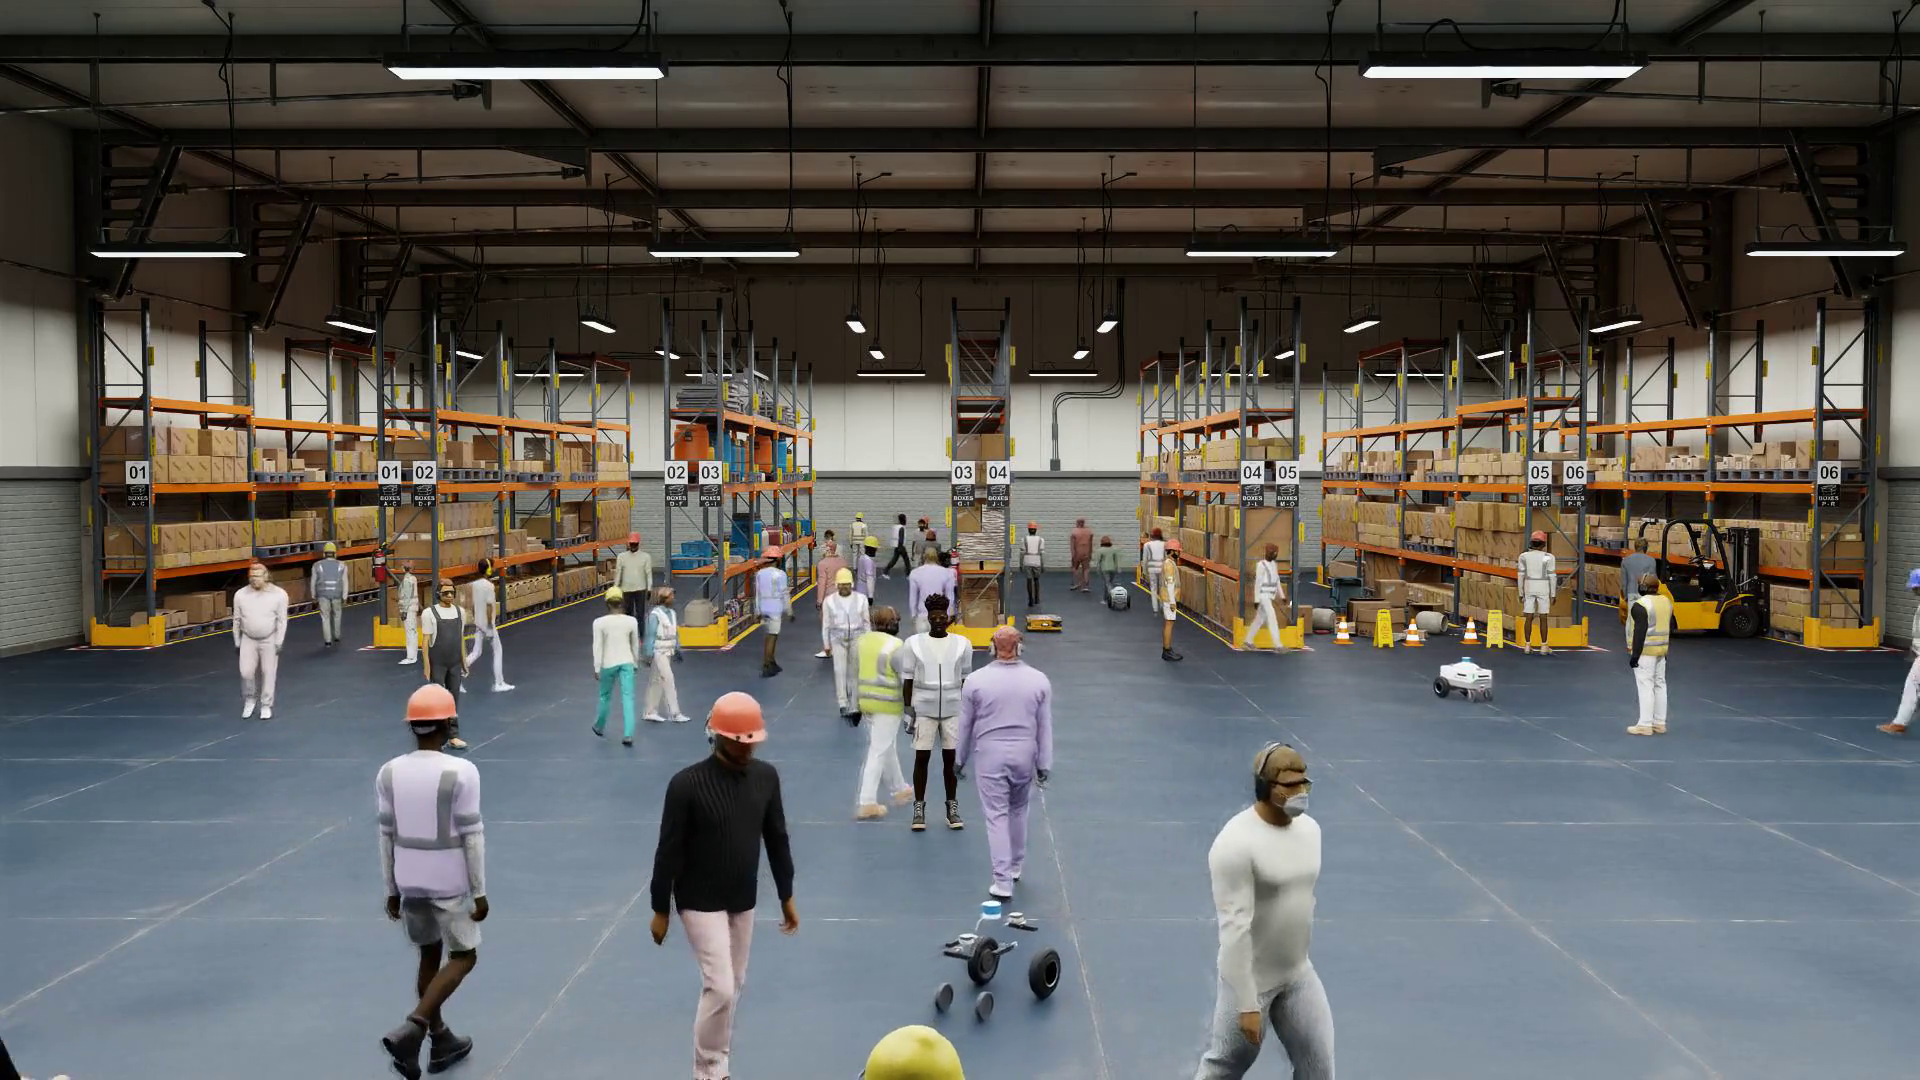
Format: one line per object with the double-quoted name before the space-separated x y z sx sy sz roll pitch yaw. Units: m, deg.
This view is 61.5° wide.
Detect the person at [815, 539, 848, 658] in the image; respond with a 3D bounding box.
"person" -2.114 0.945 26.192 0.410 1.913 0.651 2 3 36

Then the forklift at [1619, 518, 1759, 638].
"forklift" 13.417 0.684 29.791 2.313 2.155 1.214 0 2 0

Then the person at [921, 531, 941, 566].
"person" -0.684 0.589 38.606 0.498 1.634 0.279 0 2 6

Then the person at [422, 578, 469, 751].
"person" -5.520 1.330 17.329 0.330 1.844 0.519 2 3 40

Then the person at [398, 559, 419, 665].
"person" -8.601 1.117 25.192 0.307 1.645 0.513 0 2 -10

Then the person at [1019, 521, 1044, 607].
"person" 1.614 0.535 36.646 0.547 1.907 0.842 0 2 -6

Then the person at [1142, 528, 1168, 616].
"person" 4.143 0.670 34.002 0.593 1.832 0.970 0 2 2

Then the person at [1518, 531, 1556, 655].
"person" 9.534 0.863 26.647 0.616 2.039 0.386 2 3 37

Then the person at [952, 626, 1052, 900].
"person" 0.278 1.548 11.474 0.662 1.872 0.881 -1 2 -13

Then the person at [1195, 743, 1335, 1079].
"person" 1.256 1.747 6.363 0.655 1.883 1.022 -2 3 -38

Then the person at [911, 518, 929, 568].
"person" -1.001 0.357 41.744 0.530 1.856 0.676 1 2 12

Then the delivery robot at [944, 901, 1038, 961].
"delivery robot" 0.179 2.142 9.030 0.335 0.223 0.698 1 3 34

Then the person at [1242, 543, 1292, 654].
"person" 5.087 0.958 26.882 0.936 1.843 0.573 1 3 30

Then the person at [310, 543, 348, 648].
"person" -10.866 0.942 27.811 0.591 1.781 0.924 -1 3 -26

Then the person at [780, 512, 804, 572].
"person" -4.975 0.119 47.543 0.923 1.880 0.601 -1 3 -32

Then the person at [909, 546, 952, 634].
"person" -0.426 1.048 23.476 0.634 1.924 0.430 0 2 -6

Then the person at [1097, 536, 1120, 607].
"person" 3.349 0.705 36.403 0.501 1.583 0.872 -1 2 -23

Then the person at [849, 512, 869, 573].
"person" -3.053 0.076 49.044 0.602 1.830 0.404 1 2 16

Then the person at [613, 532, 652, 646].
"person" -5.636 0.851 27.742 0.649 1.977 0.576 0 2 -2

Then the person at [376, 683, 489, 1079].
"person" -2.594 1.666 7.867 0.564 1.921 0.692 1 2 17

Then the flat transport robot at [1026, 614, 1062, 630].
"flat transport robot" 1.609 1.580 31.087 0.652 0.197 1.431 0 2 1

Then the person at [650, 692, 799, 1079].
"person" -1.073 1.666 7.441 0.474 1.970 0.663 2 3 40

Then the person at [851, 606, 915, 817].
"person" -0.581 1.480 14.152 0.912 1.801 0.632 -2 3 -39

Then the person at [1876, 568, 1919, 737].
"person" 10.719 1.269 18.074 0.863 1.903 0.640 2 3 40

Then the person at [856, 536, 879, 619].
"person" -1.577 0.888 27.630 0.388 1.915 0.584 -1 2 -16

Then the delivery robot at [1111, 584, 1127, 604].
"delivery robot" 3.524 1.210 35.733 0.477 0.478 0.707 0 2 5

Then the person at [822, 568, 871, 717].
"person" -1.413 1.240 19.979 0.597 1.814 0.726 -1 2 -13

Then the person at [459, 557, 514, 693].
"person" -6.498 1.154 21.886 0.523 1.845 0.875 2 3 42

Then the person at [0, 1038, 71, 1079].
"person" -4.452 1.821 7.184 0.550 1.649 0.845 2 3 34

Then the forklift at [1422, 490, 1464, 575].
"forklift" 13.926 -0.371 47.846 1.873 2.768 1.129 0 2 0

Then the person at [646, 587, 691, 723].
"person" -3.426 1.370 19.138 0.757 1.602 0.545 1 2 17

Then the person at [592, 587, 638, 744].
"person" -3.813 1.375 17.846 0.535 1.711 0.942 -1 3 -26

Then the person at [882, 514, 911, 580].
"person" -1.738 0.189 45.839 1.019 1.874 0.603 -1 2 -16

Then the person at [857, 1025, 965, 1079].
"person" -0.098 1.919 3.465 0.533 1.770 0.307 -2 3 -34

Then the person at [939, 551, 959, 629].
"person" -0.313 1.017 27.322 0.562 1.673 0.530 -2 3 -39

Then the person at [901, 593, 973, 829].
"person" -0.187 1.422 13.509 0.607 1.965 0.366 0 2 -9

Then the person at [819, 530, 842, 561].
"person" -2.670 0.711 33.290 0.513 1.820 0.980 0 2 2

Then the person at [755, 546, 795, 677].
"person" -2.704 1.043 23.802 0.559 1.911 0.717 2 3 39

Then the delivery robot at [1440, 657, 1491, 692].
"delivery robot" 6.662 1.784 21.261 0.477 0.478 0.707 -1 2 -22

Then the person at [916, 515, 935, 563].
"person" -0.931 0.279 43.066 0.544 1.912 0.864 0 2 -4

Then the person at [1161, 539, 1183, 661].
"person" 3.388 0.946 25.828 0.353 1.941 0.543 0 2 3

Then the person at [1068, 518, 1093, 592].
"person" 3.061 0.372 41.159 0.646 1.875 0.848 -1 2 -17

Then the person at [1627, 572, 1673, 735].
"person" 7.846 1.289 18.419 0.634 1.841 0.429 -2 3 -34

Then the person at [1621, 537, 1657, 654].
"person" 11.177 0.918 26.542 0.370 1.941 0.627 -1 3 -33

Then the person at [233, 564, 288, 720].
"person" -8.459 1.227 19.510 0.641 1.886 0.462 -1 2 -13
